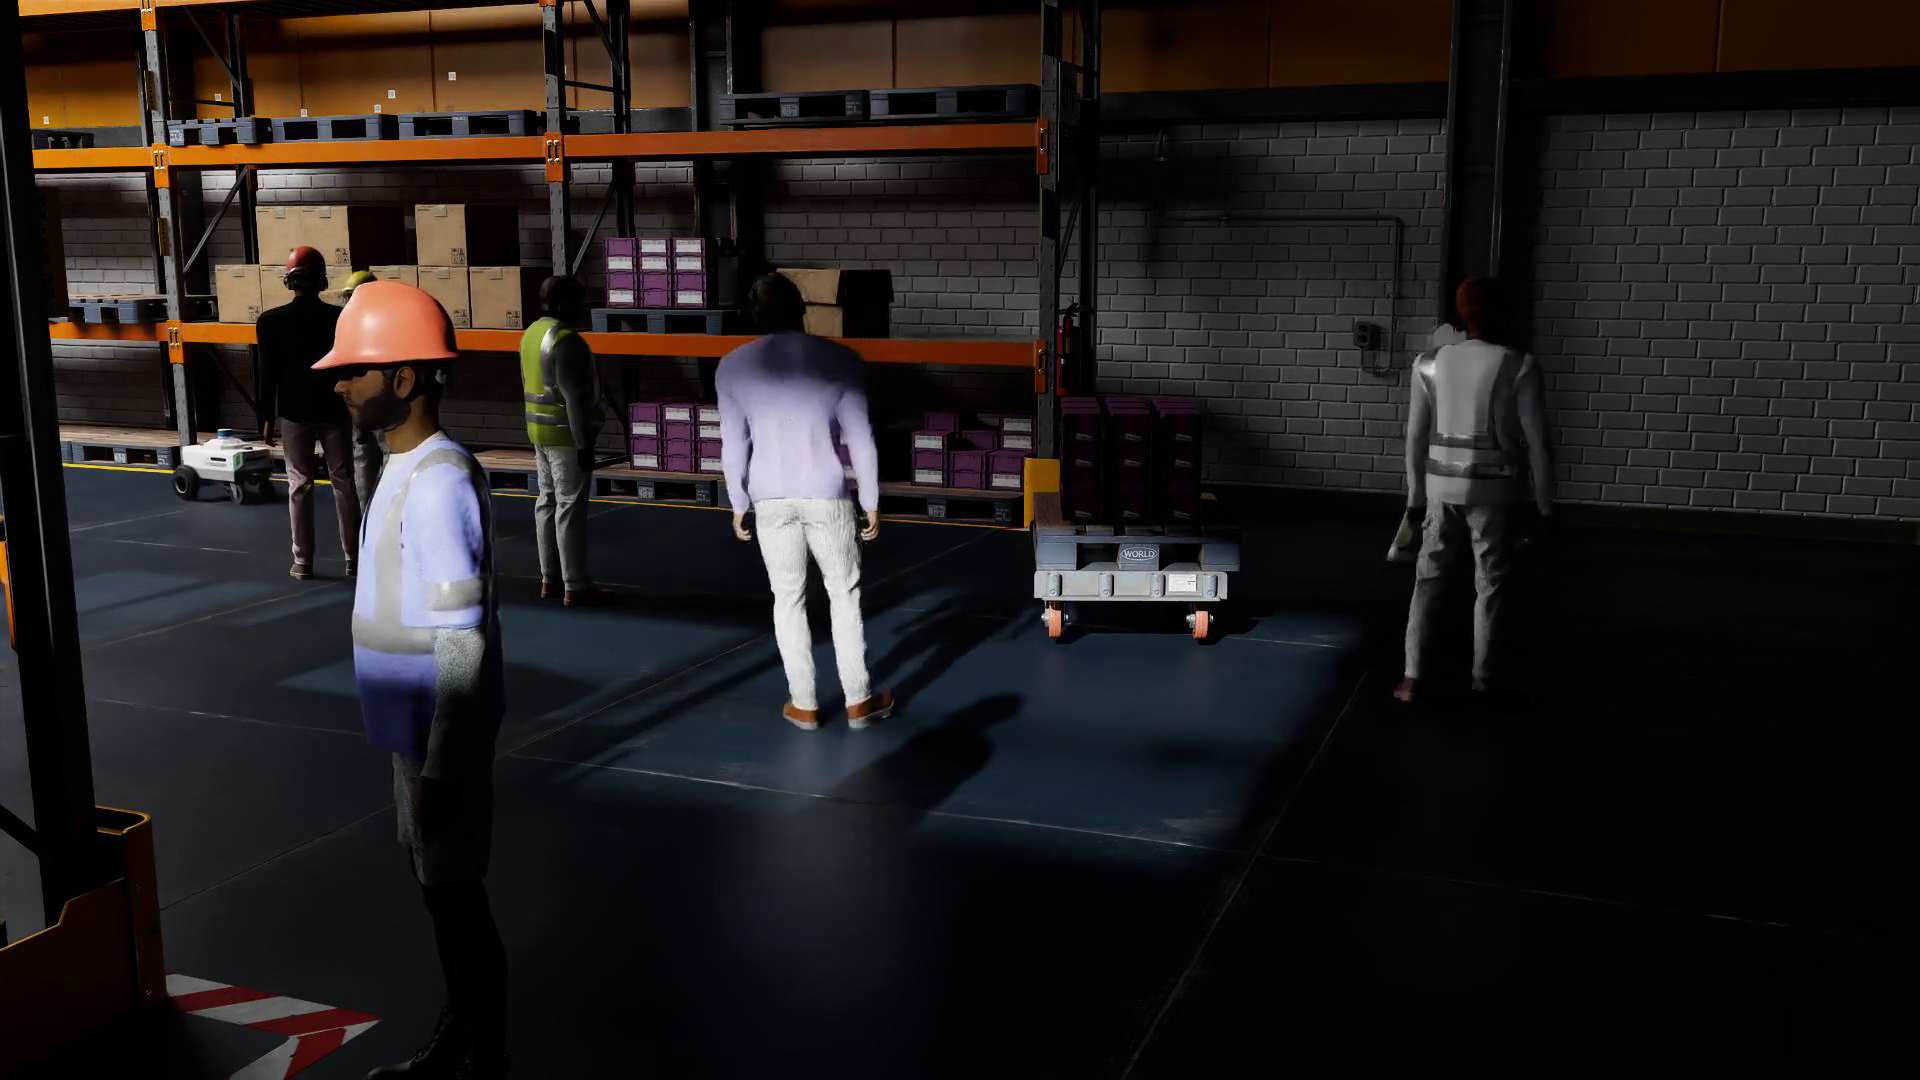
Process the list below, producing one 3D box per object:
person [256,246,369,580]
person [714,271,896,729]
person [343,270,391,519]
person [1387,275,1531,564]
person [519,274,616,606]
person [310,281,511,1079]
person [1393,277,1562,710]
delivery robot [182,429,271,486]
[{"bbox_3d":[-3.881,-0.759,10.018,0.622,1.992,0.394,-5,11,-25],"label":"person"},{"bbox_3d":[-0.673,-0.157,6.936,0.692,1.906,0.372,1,10,3],"label":"person"},{"bbox_3d":[-4.128,-0.964,11.638,0.640,1.818,0.425,7,12,33],"label":"person"},{"bbox_3d":[3.154,-0.735,10.385,0.995,1.813,0.536,-1,10,-8],"label":"person"},{"bbox_3d":[-2.204,-0.558,9.328,0.429,1.843,0.621,-8,13,-36],"label":"person"},{"bbox_3d":[-1.199,0.403,3.699,0.356,1.937,0.552,-5,11,-25],"label":"person"},{"bbox_3d":[2.200,-0.180,7.146,0.721,1.872,0.459,8,13,39],"label":"person"},{"bbox_3d":[-5.753,-0.630,13.048,0.707,0.478,0.477,6,12,29],"label":"delivery robot"}]
